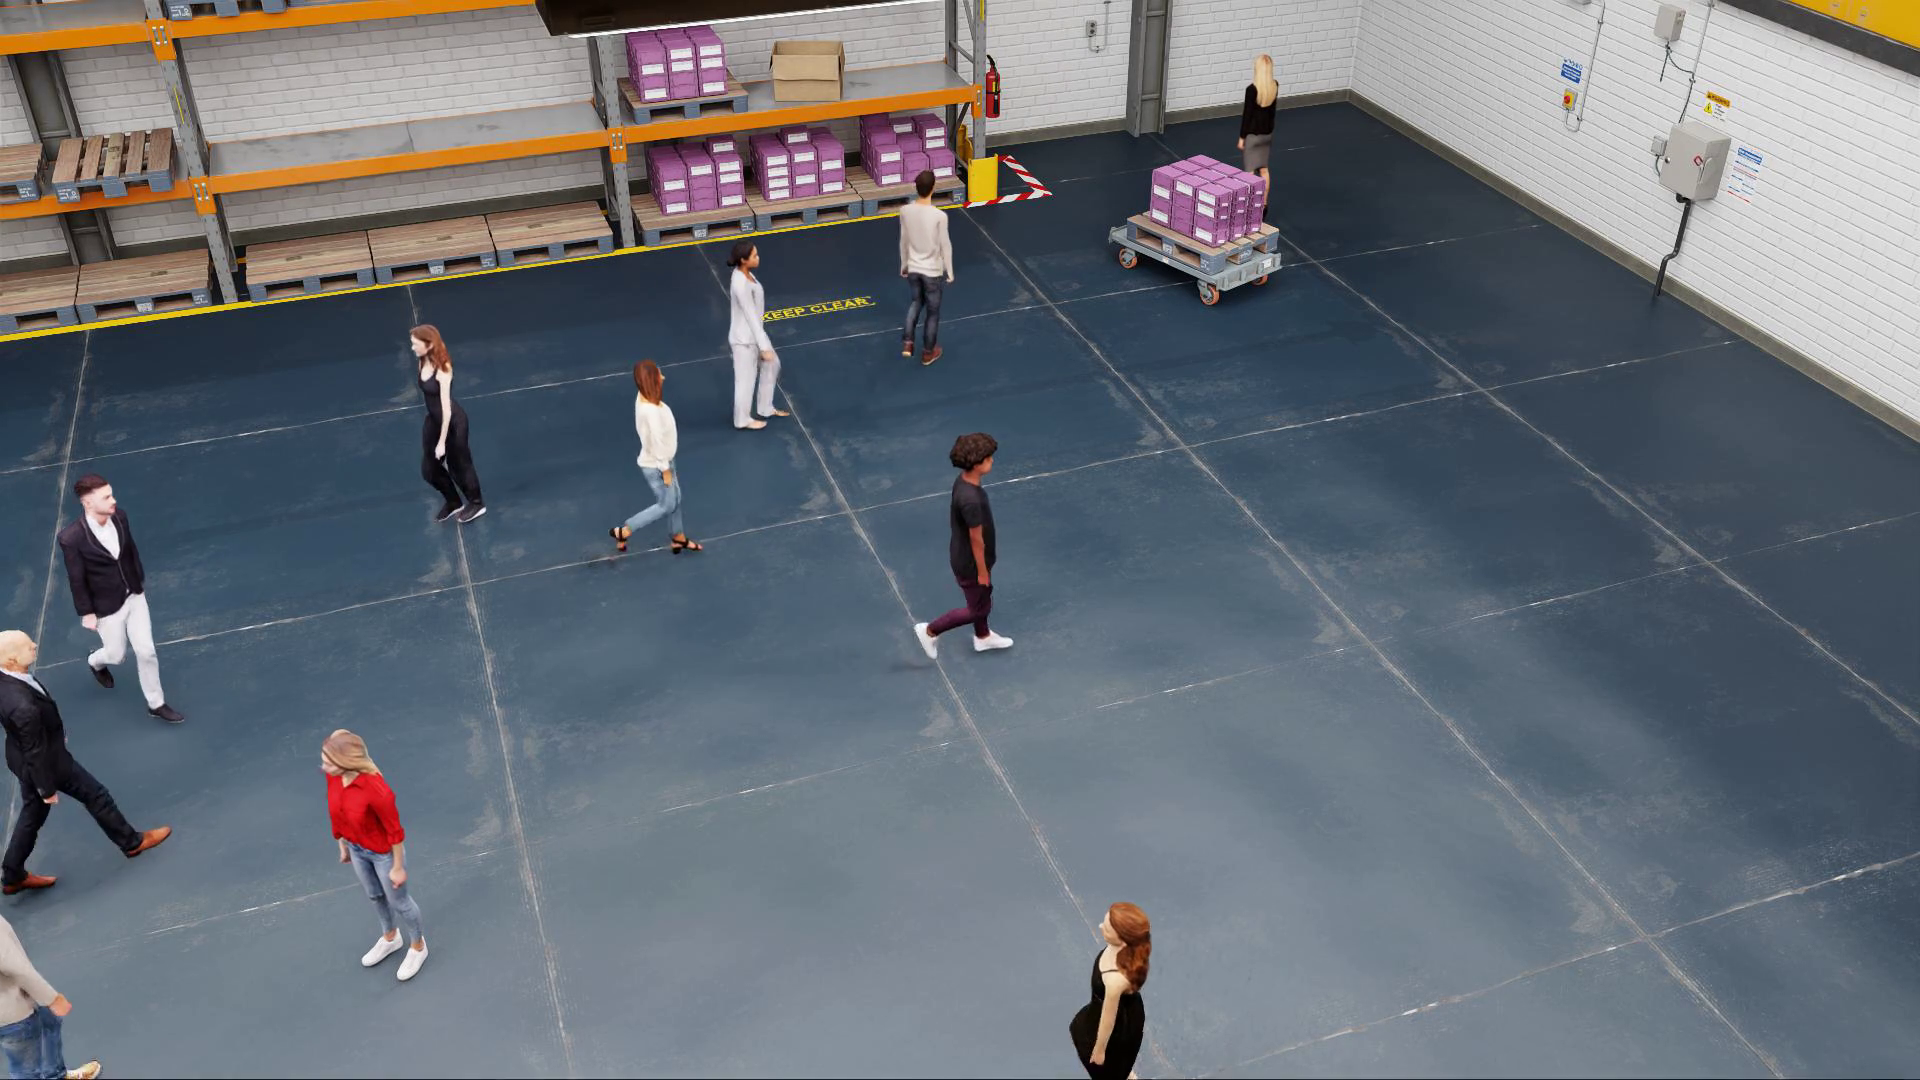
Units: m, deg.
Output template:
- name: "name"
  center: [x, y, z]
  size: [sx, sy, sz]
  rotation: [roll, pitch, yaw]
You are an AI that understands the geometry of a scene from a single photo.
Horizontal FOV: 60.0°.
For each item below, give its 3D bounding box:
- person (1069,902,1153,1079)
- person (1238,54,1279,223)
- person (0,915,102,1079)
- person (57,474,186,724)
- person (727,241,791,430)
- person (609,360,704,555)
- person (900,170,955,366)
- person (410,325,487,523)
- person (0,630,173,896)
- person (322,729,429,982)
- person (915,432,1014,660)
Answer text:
- name: "person"
  center: [0.842, 2.356, 8.057]
  size: [0.816, 1.616, 0.747]
  rotation: [9, 35, 13]
- name: "person"
  center: [3.202, -4.290, 17.856]
  size: [0.564, 1.837, 0.716]
  rotation: [-21, 39, -28]
- name: "person"
  center: [-4.659, 2.260, 7.961]
  size: [0.828, 1.882, 0.884]
  rotation: [24, 41, 32]
- name: "person"
  center: [-5.573, 0.380, 10.851]
  size: [1.138, 1.815, 1.101]
  rotation: [17, 37, 24]
- name: "person"
  center: [-1.874, -1.712, 14.083]
  size: [0.814, 1.721, 0.762]
  rotation: [0, 34, -1]
- name: "person"
  center: [-2.325, -0.558, 12.396]
  size: [0.946, 1.666, 0.701]
  rotation: [-7, 34, -10]
- name: "person"
  center: [-0.351, -2.391, 14.984]
  size: [0.863, 1.854, 0.927]
  rotation: [17, 37, 24]
- name: "person"
  center: [-3.883, -0.914, 12.876]
  size: [0.729, 1.728, 0.796]
  rotation: [23, 40, 31]
- name: "person"
  center: [-5.329, 1.306, 9.498]
  size: [1.023, 1.770, 1.279]
  rotation: [28, 43, 35]
- name: "person"
  center: [-3.164, 1.675, 9.000]
  size: [0.680, 1.707, 0.728]
  rotation: [16, 37, 23]
- name: "person"
  center: [0.028, 0.084, 11.339]
  size: [1.006, 1.766, 0.795]
  rotation: [-2, 34, -2]
